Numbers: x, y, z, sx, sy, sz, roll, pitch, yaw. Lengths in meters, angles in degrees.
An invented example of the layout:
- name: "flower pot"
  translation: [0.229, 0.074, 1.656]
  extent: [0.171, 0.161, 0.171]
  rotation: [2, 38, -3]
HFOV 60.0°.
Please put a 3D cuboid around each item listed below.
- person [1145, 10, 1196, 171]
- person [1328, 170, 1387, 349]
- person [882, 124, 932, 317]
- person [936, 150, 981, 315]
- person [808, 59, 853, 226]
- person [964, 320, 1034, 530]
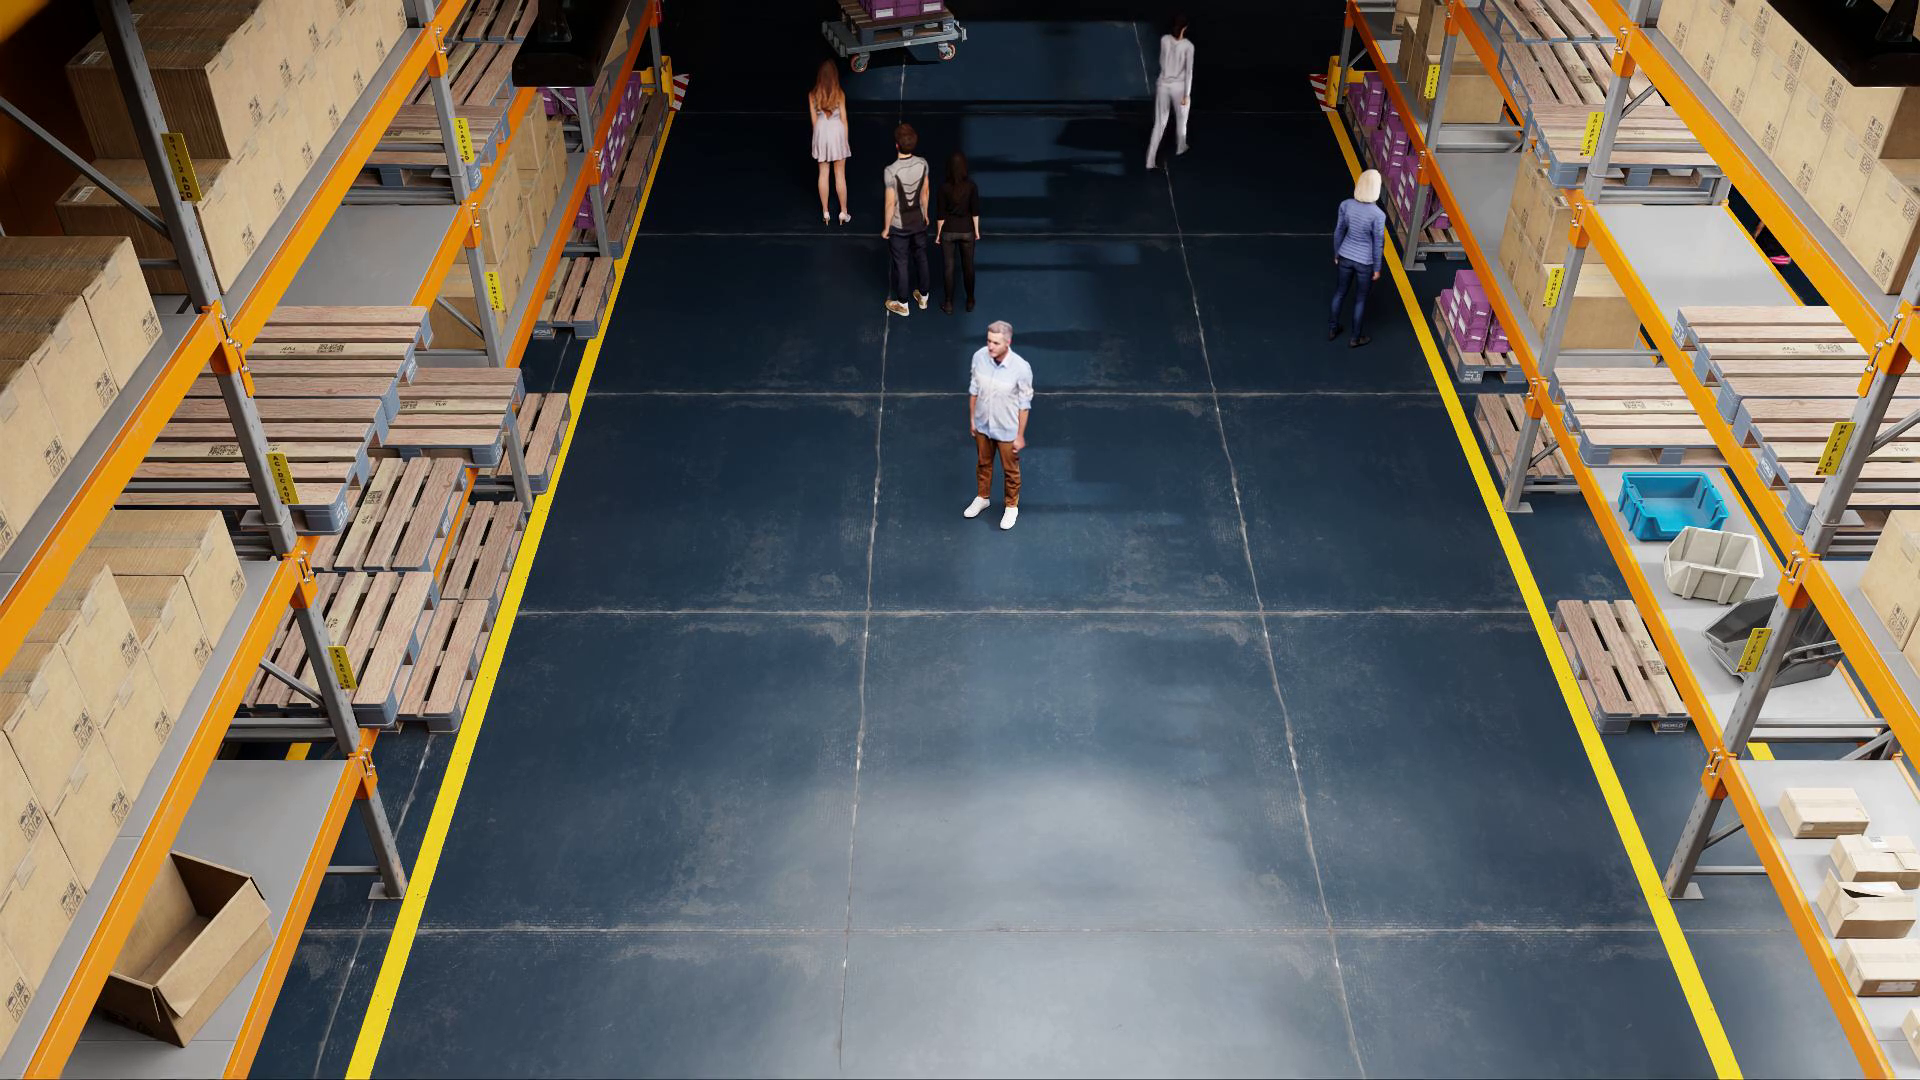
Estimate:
- name: "person"
  translation: [2.254, -4.840, 18.024]
  extent: [0.933, 1.736, 1.175]
  rotation: [19, 42, 22]
- name: "person"
  translation: [3.628, -2.571, 15.177]
  extent: [0.718, 1.745, 0.767]
  rotation: [30, 47, 32]
- name: "person"
  translation: [-0.491, -2.997, 15.589]
  extent: [0.735, 1.897, 0.745]
  rotation: [-21, 43, -24]
- name: "person"
  translation: [-0.019, -2.893, 15.662]
  extent: [0.599, 1.642, 0.546]
  rotation: [-6, 39, -8]
- name: "person"
  translation: [-1.329, -4.060, 17.022]
  extent: [0.590, 1.769, 0.607]
  rotation: [5, 39, 6]
- name: "person"
  translation: [0.301, -0.933, 13.059]
  extent: [0.765, 1.828, 0.750]
  rotation: [18, 42, 21]
